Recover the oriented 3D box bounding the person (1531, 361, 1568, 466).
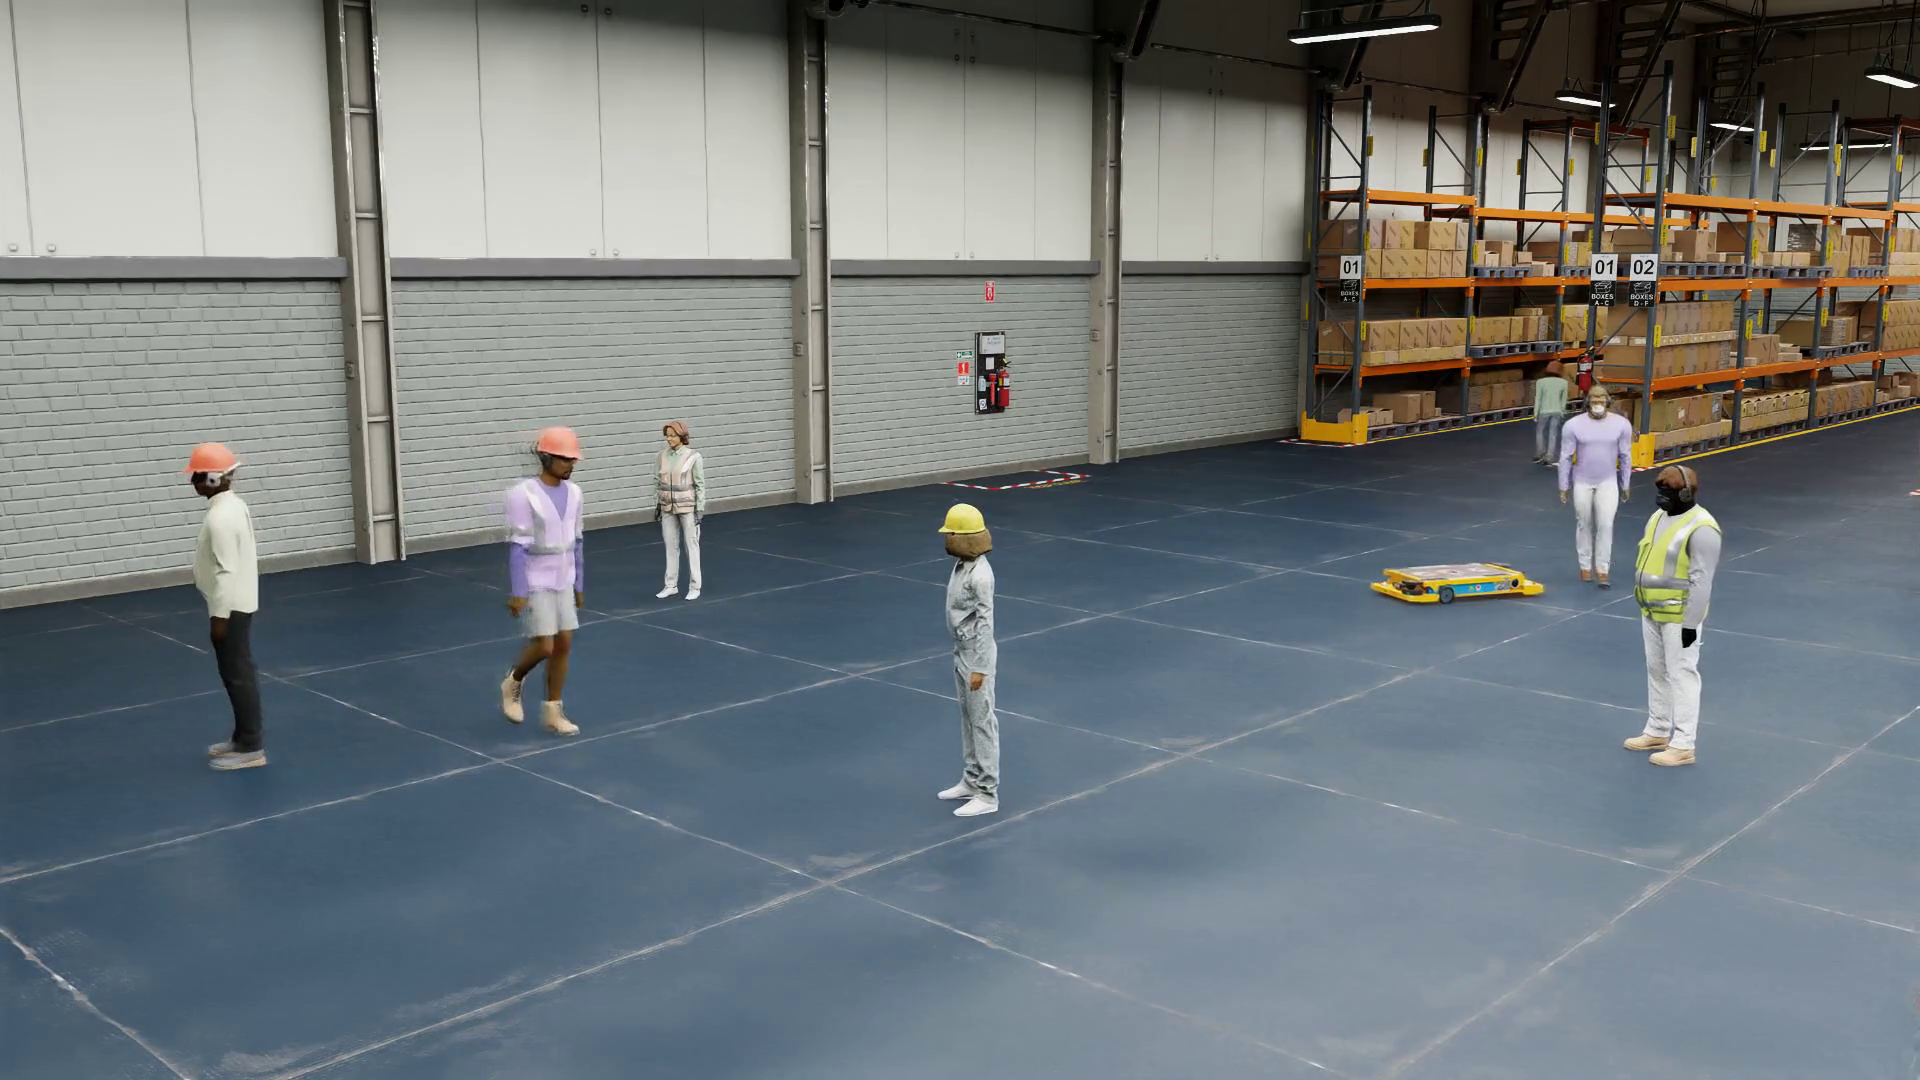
[{"bbox_3d":[9.020,-1.947,25.524,0.513,1.600,0.648,0,9,2],"label":"person"}]

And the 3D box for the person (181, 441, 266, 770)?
[{"bbox_3d":[-4.460,0.394,10.093,0.393,1.993,0.617,-3,10,-16],"label":"person"}]

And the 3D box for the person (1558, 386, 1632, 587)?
[{"bbox_3d":[6.023,-0.503,15.807,0.663,1.904,0.870,3,10,19],"label":"person"}]

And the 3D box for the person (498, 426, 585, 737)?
[{"bbox_3d":[-2.685,0.269,10.783,0.565,2.019,0.645,6,11,32],"label":"person"}]

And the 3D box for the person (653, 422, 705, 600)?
[{"bbox_3d":[-2.566,-0.267,15.201,0.524,1.639,0.308,4,10,22],"label":"person"}]

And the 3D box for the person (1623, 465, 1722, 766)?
[{"bbox_3d":[4.368,0.454,10.221,0.428,1.837,0.623,-1,9,-6],"label":"person"}]

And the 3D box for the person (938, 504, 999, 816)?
[{"bbox_3d":[0.046,0.660,9.240,0.312,1.741,0.487,-2,10,-13],"label":"person"}]

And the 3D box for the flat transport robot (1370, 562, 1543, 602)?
[{"bbox_3d":[4.597,0.384,15.394,1.431,0.197,0.652,-3,10,-18],"label":"flat transport robot"}]
